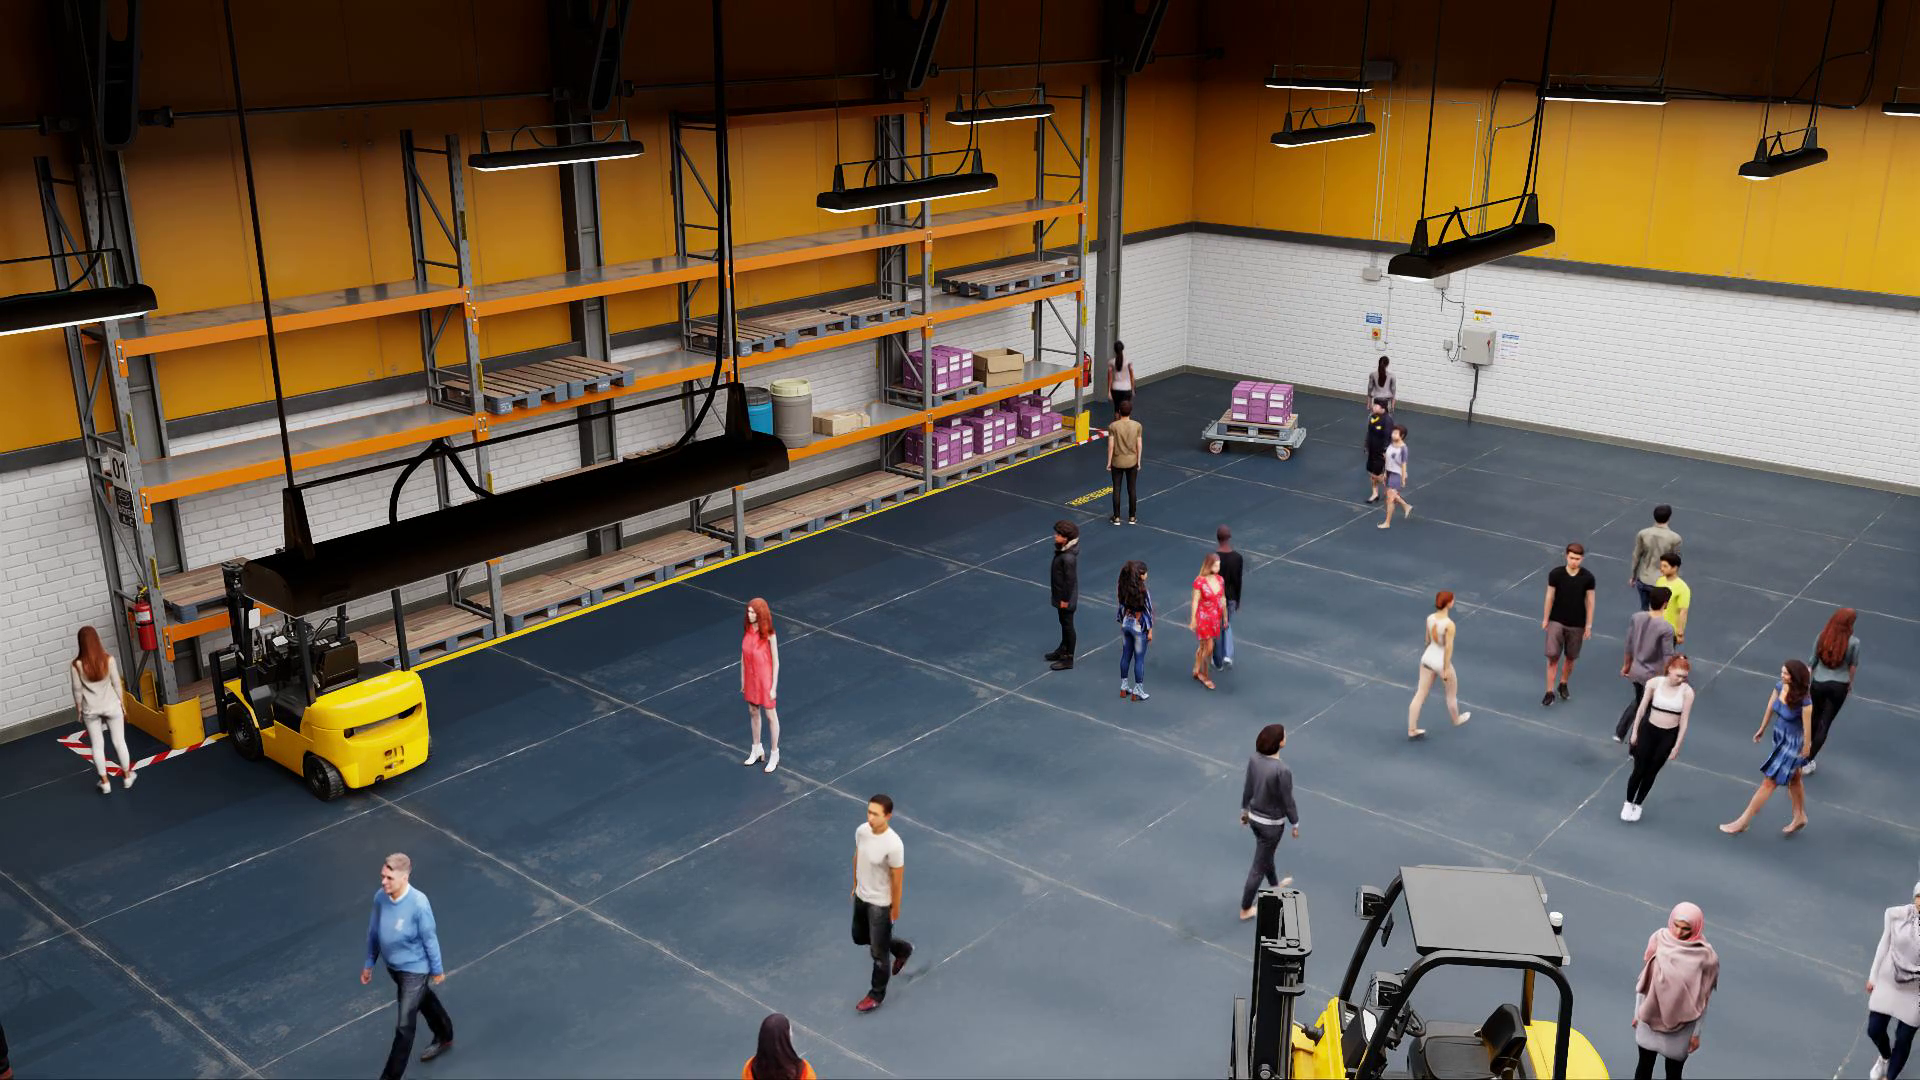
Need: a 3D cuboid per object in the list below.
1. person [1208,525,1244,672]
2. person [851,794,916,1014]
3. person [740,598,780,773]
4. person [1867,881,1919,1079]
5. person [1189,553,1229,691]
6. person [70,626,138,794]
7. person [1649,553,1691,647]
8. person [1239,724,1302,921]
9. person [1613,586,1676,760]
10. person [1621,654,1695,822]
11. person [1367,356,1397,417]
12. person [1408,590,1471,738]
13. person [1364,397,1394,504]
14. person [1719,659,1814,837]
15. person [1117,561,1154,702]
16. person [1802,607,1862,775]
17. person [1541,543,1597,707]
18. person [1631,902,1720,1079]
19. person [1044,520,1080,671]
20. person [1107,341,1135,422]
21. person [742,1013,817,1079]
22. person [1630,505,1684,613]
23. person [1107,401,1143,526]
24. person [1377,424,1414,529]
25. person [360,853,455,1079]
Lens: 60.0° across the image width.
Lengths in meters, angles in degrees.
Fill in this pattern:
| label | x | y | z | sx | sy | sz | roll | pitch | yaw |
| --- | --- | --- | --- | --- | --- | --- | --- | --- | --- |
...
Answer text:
| label | x | y | z | sx | sy | sz | roll | pitch | yaw |
| --- | --- | --- | --- | --- | --- | --- | --- | --- | --- |
| person | 3.013 | 0.710 | 19.068 | 0.791 | 1.730 | 0.851 | -1 | 19 | -3 |
| person | -0.589 | 2.753 | 12.897 | 0.924 | 1.795 | 0.708 | -17 | 25 | -41 |
| person | -2.003 | 1.439 | 16.749 | 0.603 | 1.828 | 0.523 | 13 | 22 | 33 |
| person | 6.710 | 3.148 | 11.766 | 0.662 | 1.768 | 0.657 | -18 | 25 | -42 |
| person | 2.742 | 0.878 | 18.808 | 0.727 | 1.577 | 0.757 | -12 | 22 | -32 |
| person | -8.413 | 1.654 | 16.291 | 0.614 | 1.713 | 0.729 | -9 | 21 | -25 |
| person | 7.883 | 0.947 | 18.419 | 0.813 | 1.695 | 0.762 | -5 | 19 | -15 |
| person | 2.522 | 2.400 | 14.030 | 1.040 | 1.740 | 0.806 | -13 | 22 | -33 |
| person | 6.938 | 1.367 | 16.939 | 0.819 | 1.842 | 0.799 | -8 | 20 | -22 |
| person | 6.616 | 1.855 | 15.678 | 0.713 | 1.722 | 0.693 | 12 | 22 | 31 |
| person | 7.079 | -2.273 | 28.009 | 0.686 | 1.677 | 0.672 | 7 | 20 | 21 |
| person | 4.932 | 1.336 | 17.414 | 1.097 | 1.599 | 0.790 | -11 | 22 | -30 |
| person | 6.429 | -1.345 | 25.275 | 0.872 | 1.662 | 0.844 | -6 | 20 | -18 |
| person | 7.681 | 1.958 | 15.325 | 1.166 | 1.753 | 1.114 | -2 | 19 | -5 |
| person | 1.940 | 0.987 | 18.418 | 0.576 | 1.618 | 0.636 | -17 | 25 | -41 |
| person | 8.687 | 1.547 | 16.635 | 0.656 | 1.695 | 1.061 | 12 | 22 | 32 |
| person | 6.731 | 0.883 | 18.386 | 0.868 | 1.837 | 1.057 | 6 | 20 | 18 |
| person | 4.829 | 3.273 | 11.340 | 0.621 | 1.804 | 0.584 | 14 | 23 | 36 |
| person | 1.224 | 0.618 | 19.262 | 0.783 | 1.779 | 0.720 | -1 | 19 | -4 |
| person | 2.776 | -2.548 | 28.748 | 0.894 | 1.725 | 1.042 | 4 | 19 | 11 |
| person | -1.083 | 3.683 | 10.207 | 0.707 | 1.749 | 0.722 | 3 | 19 | 8 |
| person | 8.095 | 0.523 | 19.450 | 0.691 | 1.840 | 1.074 | 15 | 24 | 38 |
| person | 2.410 | -1.139 | 24.366 | 0.742 | 1.852 | 0.791 | -1 | 19 | -2 |
| person | 6.400 | -0.940 | 24.256 | 0.968 | 1.545 | 0.835 | -6 | 20 | -17 |
| person | -3.940 | 3.047 | 12.075 | 0.763 | 1.764 | 1.158 | 11 | 22 | 30 |
